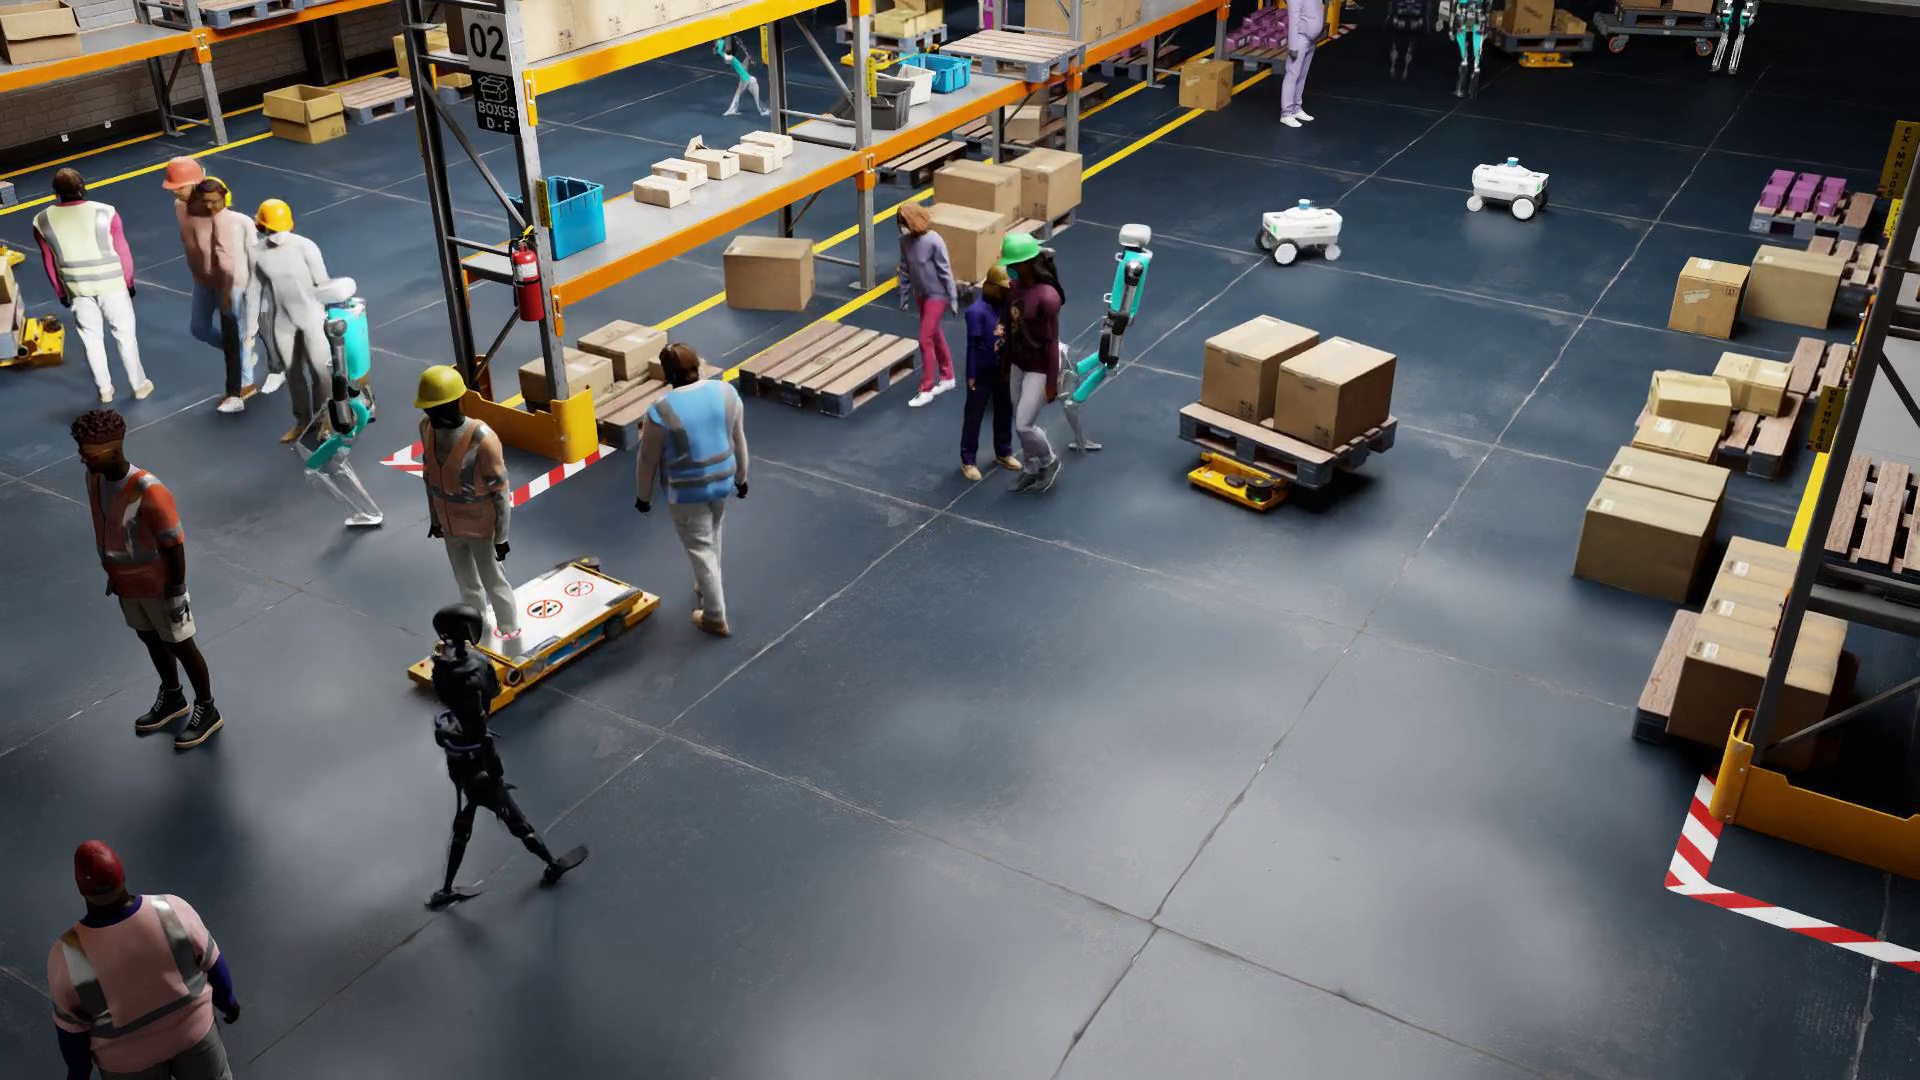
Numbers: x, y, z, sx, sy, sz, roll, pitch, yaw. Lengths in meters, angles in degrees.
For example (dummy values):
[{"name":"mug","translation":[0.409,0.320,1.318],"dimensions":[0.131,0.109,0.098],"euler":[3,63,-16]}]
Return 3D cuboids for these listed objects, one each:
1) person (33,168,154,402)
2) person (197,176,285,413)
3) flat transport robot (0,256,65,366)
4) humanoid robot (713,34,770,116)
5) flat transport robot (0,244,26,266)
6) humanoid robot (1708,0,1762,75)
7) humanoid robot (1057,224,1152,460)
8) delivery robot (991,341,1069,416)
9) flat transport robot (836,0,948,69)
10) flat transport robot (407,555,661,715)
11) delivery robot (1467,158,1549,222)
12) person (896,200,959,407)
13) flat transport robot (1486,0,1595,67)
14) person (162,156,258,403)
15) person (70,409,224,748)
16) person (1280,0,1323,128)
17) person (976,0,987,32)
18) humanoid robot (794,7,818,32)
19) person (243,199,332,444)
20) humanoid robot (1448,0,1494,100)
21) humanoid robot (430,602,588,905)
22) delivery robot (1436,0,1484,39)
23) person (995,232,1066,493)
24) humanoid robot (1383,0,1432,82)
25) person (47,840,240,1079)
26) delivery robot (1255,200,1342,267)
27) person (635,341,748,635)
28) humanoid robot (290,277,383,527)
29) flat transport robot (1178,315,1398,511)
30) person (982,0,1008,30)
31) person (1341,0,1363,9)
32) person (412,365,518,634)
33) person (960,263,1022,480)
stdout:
[{"name":"person","translation":[-6.665,-1.952,12.820],"dimensions":[0.615,1.830,0.431],"euler":[-7,30,-13]},{"name":"person","translation":[-5.538,-1.871,12.668],"dimensions":[0.522,1.821,0.935],"euler":[2,30,4]},{"name":"flat transport robot","translation":[-8.197,-1.562,13.705],"dimensions":[1.431,0.231,0.659],"euler":[-12,32,-20]},{"name":"humanoid robot","translation":[-2.628,-5.916,20.024],"dimensions":[0.769,1.888,0.550],"euler":[-14,32,-23]},{"name":"flat transport robot","translation":[-9.518,-2.507,15.377],"dimensions":[0.659,0.231,1.431],"euler":[16,33,26]},{"name":"humanoid robot","translation":[10.112,-6.918,21.551],"dimensions":[0.533,1.677,0.735],"euler":[16,33,27]},{"name":"humanoid robot","translation":[0.951,-1.370,11.961],"dimensions":[0.772,1.850,0.542],"euler":[4,30,6]},{"name":"delivery robot","translation":[0.465,-1.324,13.007],"dimensions":[0.793,0.608,0.499],"euler":[-19,34,-30]},{"name":"flat transport robot","translation":[-0.957,-6.739,22.862],"dimensions":[0.659,0.231,1.431],"euler":[18,34,28]},{"name":"flat transport robot","translation":[-2.534,0.543,9.981],"dimensions":[0.659,0.231,1.431],"euler":[18,34,29]},{"name":"delivery robot","translation":[5.622,-3.624,17.034],"dimensions":[0.739,0.566,0.499],"euler":[16,33,27]},{"name":"person","translation":[-0.297,-1.837,12.836],"dimensions":[0.683,1.589,0.550],"euler":[-21,36,-32]},{"name":"flat transport robot","translation":[7.881,-6.751,22.884],"dimensions":[0.659,0.231,1.431],"euler":[-1,29,-1]},{"name":"person","translation":[-5.709,-1.977,12.708],"dimensions":[0.608,1.972,0.454],"euler":[15,33,24]},{"name":"person","translation":[-4.346,0.203,8.859],"dimensions":[0.612,1.964,0.361],"euler":[16,33,26]},{"name":"person","translation":[4.075,-5.891,19.699],"dimensions":[0.408,1.910,0.635],"euler":[19,34,29]},{"name":"person","translation":[0.409,-8.219,23.996],"dimensions":[0.366,1.722,0.578],"euler":[25,38,37]},{"name":"humanoid robot","translation":[-2.191,-8.190,24.006],"dimensions":[0.589,1.652,0.328],"euler":[7,30,13]},{"name":"person","translation":[-4.853,-1.574,12.092],"dimensions":[0.696,1.873,0.437],"euler":[0,29,0]},{"name":"humanoid robot","translation":[6.346,-6.278,20.648],"dimensions":[0.532,1.847,0.795],"euler":[2,30,3]},{"name":"humanoid robot","translation":[-2.249,0.989,7.814],"dimensions":[0.768,1.631,0.584],"euler":[-16,33,-25]},{"name":"delivery robot","translation":[7.243,-7.568,24.044],"dimensions":[0.499,0.600,0.802],"euler":[-10,31,-17]},{"name":"person","translation":[0.475,-1.173,11.340],"dimensions":[0.453,1.917,0.552],"euler":[-20,35,-32]},{"name":"humanoid robot","translation":[5.784,-6.771,21.484],"dimensions":[0.593,1.652,0.328],"euler":[7,30,13]},{"name":"person","translation":[-3.010,1.831,6.194],"dimensions":[0.610,1.754,0.419],"euler":[-22,36,-34]},{"name":"delivery robot","translation":[3.231,-2.940,15.848],"dimensions":[0.768,0.591,0.499],"euler":[-5,30,-9]},{"name":"person","translation":[-1.617,-0.330,9.957],"dimensions":[0.664,1.809,0.741],"euler":[-22,36,-34]},{"name":"humanoid robot","translation":[-4.144,-0.846,10.973],"dimensions":[0.663,1.813,0.552],"euler":[1,29,2]},{"name":"flat transport robot","translation":[2.350,-0.619,12.036],"dimensions":[0.659,0.231,1.431],"euler":[26,39,38]},{"name":"person","translation":[0.425,-6.376,20.617],"dimensions":[0.340,1.847,0.506],"euler":[3,30,5]},{"name":"person","translation":[6.050,-9.040,25.426],"dimensions":[0.339,1.747,0.571],"euler":[-10,31,-16]},{"name":"person","translation":[-2.801,-0.105,9.445],"dimensions":[0.593,1.924,0.365],"euler":[16,33,26]},{"name":"person","translation":[0.258,-1.175,11.659],"dimensions":[0.462,1.616,0.380],"euler":[-15,33,-25]}]
